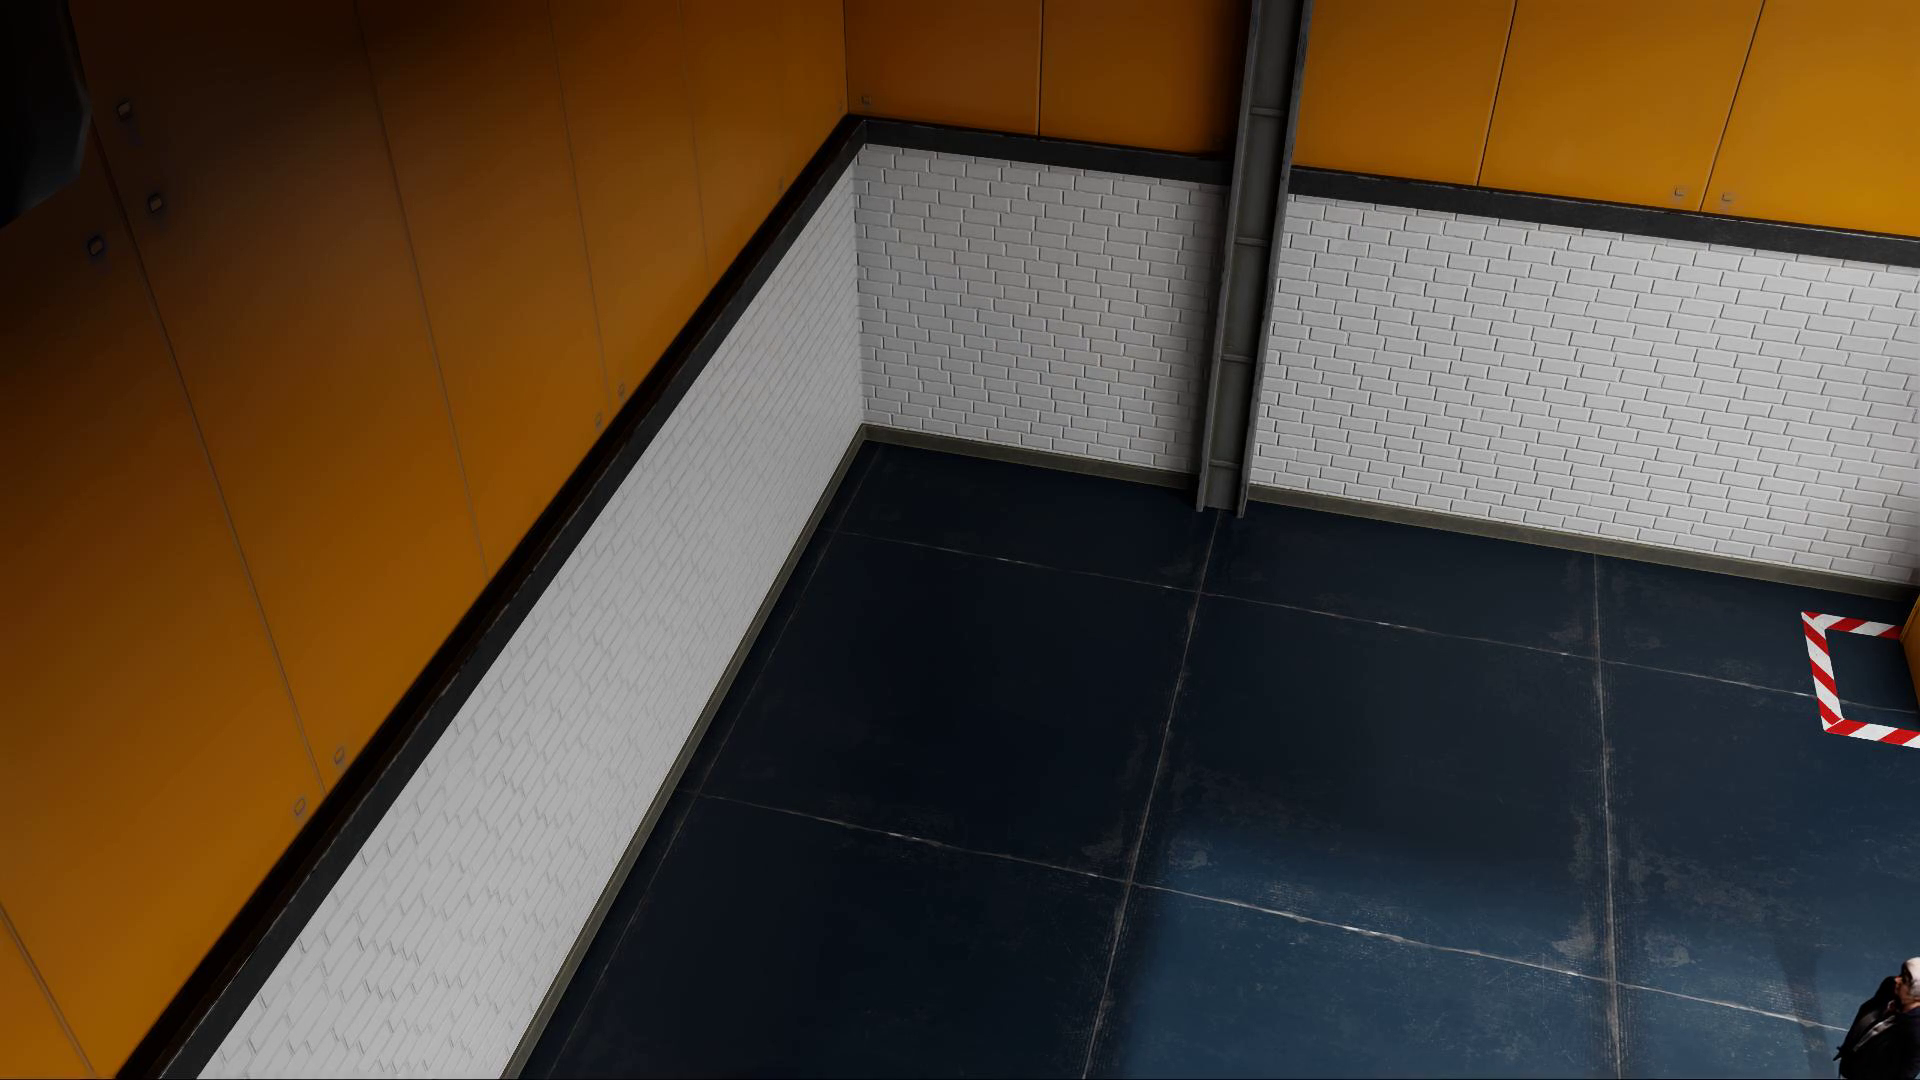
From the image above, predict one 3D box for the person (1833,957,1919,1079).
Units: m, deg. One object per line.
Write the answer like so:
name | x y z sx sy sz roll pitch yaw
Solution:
person | 4.815 2.853 8.764 0.619 1.779 0.764 4 39 6
